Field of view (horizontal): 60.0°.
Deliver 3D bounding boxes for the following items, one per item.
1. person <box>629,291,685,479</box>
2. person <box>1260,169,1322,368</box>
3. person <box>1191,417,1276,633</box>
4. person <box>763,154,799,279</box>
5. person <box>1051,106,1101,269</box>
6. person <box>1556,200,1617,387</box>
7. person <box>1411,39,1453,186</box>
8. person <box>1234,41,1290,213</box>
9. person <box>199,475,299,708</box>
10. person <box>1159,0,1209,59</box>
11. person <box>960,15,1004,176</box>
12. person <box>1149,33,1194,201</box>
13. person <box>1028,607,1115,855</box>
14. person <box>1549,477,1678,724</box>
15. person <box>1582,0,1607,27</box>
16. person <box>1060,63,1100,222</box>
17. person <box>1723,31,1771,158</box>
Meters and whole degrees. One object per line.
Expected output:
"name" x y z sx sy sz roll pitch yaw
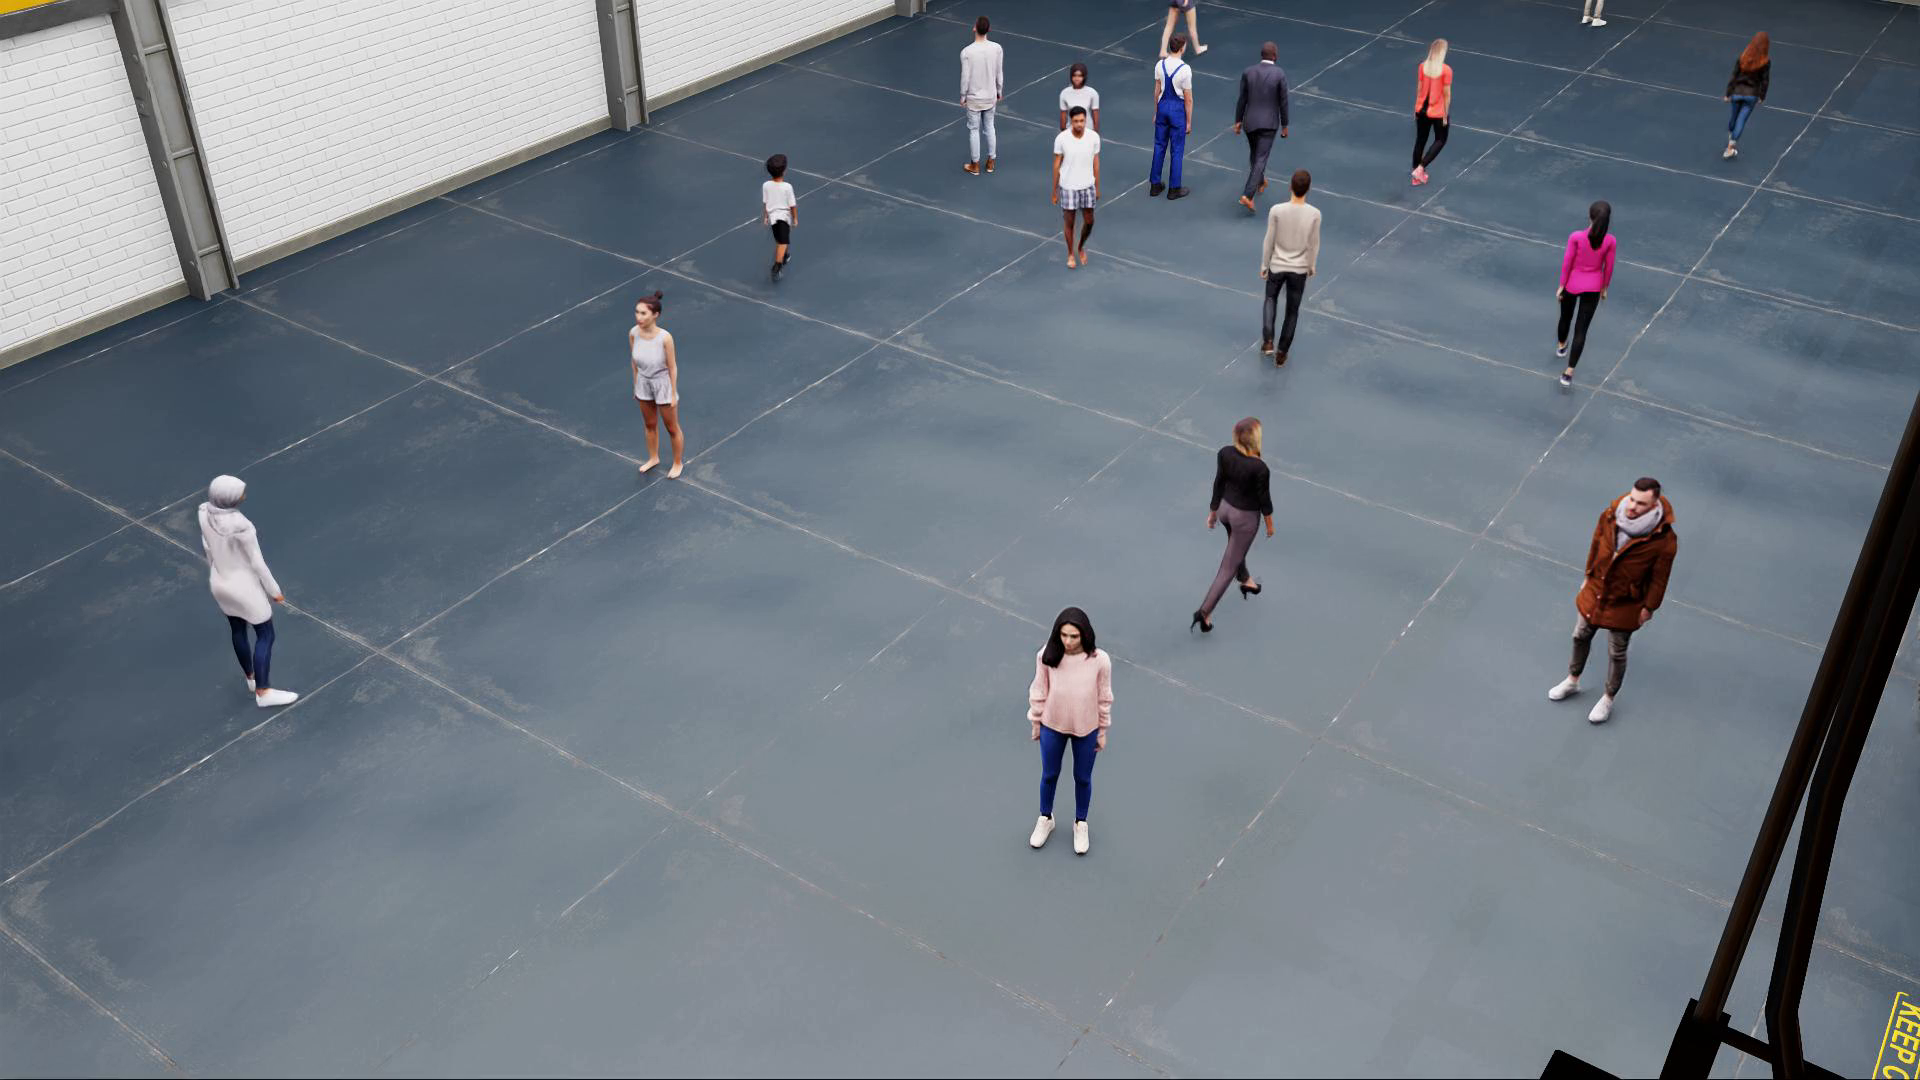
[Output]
"person" -2.484 -1.264 13.629 0.606 1.604 0.589 14 36 20
"person" 2.989 -2.432 15.159 0.722 1.855 0.703 10 35 14
"person" 1.914 -0.067 11.806 1.109 1.628 0.824 -22 39 -29
"person" -1.860 -3.296 17.010 0.699 1.244 0.937 7 34 11
"person" 1.200 -3.666 17.143 0.779 1.714 0.816 -2 34 -2
"person" 5.607 -2.195 14.985 0.818 1.653 1.212 10 35 15
"person" 5.308 -4.825 18.911 0.747 1.688 0.686 -26 41 -33
"person" 3.311 -4.563 18.416 0.759 1.800 1.199 20 39 27
"person" -4.844 0.311 11.122 0.773 1.756 0.669 6 34 9
"person" 2.972 -7.403 22.855 1.053 1.615 0.847 -19 38 -26
"person" 0.248 -5.162 19.279 0.715 1.841 0.828 -12 35 -18
"person" 2.369 -4.769 18.679 0.619 1.850 0.545 21 39 29
"person" 0.657 1.119 9.895 0.724 1.768 0.690 7 34 10
"person" 4.333 0.367 10.966 0.777 1.835 0.777 -24 41 -32
"person" 9.393 -8.271 24.340 0.601 1.416 0.589 -19 38 -26
"person" 1.323 -4.411 18.300 0.973 1.675 1.210 3 34 4
"person" 9.340 -5.274 19.811 0.597 1.438 0.962 23 40 30
